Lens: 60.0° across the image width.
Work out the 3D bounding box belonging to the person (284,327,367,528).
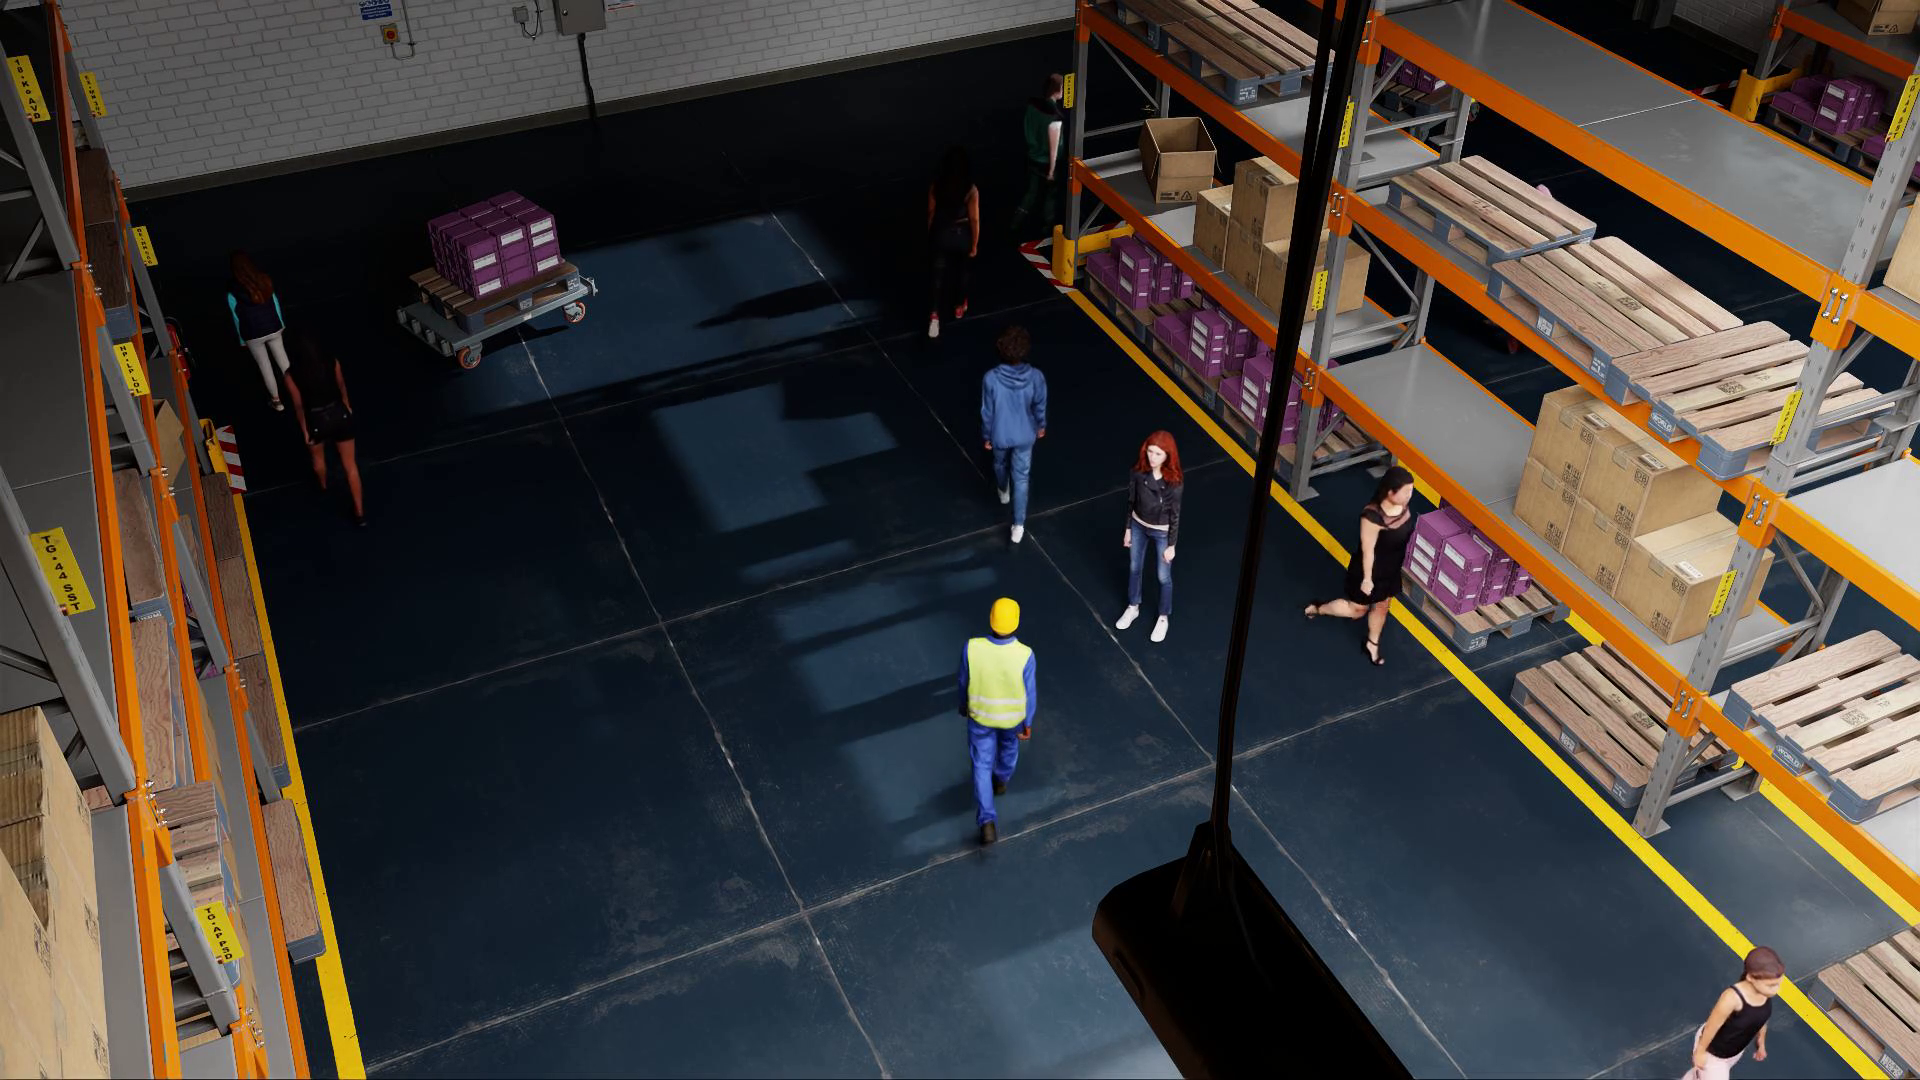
[{"bbox_3d":[-4.900,-0.843,12.971,0.726,1.705,1.070,-24,44,-27],"label":"person"}]

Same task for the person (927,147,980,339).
[{"bbox_3d":[-0.099,-2.712,15.241,1.070,1.794,1.205,8,39,9],"label":"person"}]

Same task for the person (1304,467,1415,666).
[{"bbox_3d":[2.838,0.172,11.709,1.013,1.695,0.840,30,47,32],"label":"person"}]

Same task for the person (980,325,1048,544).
[{"bbox_3d":[0.408,-0.796,12.855,1.014,1.778,1.262,1,39,1],"label":"person"}]

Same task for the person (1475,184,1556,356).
[{"bbox_3d":[5.147,-2.439,15.033,0.815,1.627,1.020,-27,46,-30],"label":"person"}]

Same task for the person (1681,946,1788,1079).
[{"bbox_3d":[3.963,2.618,8.760,0.571,1.553,0.777,-20,43,-23],"label":"person"}]

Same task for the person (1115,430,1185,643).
[{"bbox_3d":[1.380,-0.046,11.908,0.612,1.787,0.702,20,43,24],"label":"person"}]

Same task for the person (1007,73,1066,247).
[{"bbox_3d":[0.767,-3.746,16.530,1.070,1.801,0.955,32,48,33],"label":"person"}]

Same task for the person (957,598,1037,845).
[{"bbox_3d":[0.213,1.139,10.426,0.993,1.785,1.251,0,39,0],"label":"person"}]

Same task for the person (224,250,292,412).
[{"bbox_3d":[-6.033,-1.815,14.354,0.650,1.499,0.668,-31,48,-32],"label":"person"}]
